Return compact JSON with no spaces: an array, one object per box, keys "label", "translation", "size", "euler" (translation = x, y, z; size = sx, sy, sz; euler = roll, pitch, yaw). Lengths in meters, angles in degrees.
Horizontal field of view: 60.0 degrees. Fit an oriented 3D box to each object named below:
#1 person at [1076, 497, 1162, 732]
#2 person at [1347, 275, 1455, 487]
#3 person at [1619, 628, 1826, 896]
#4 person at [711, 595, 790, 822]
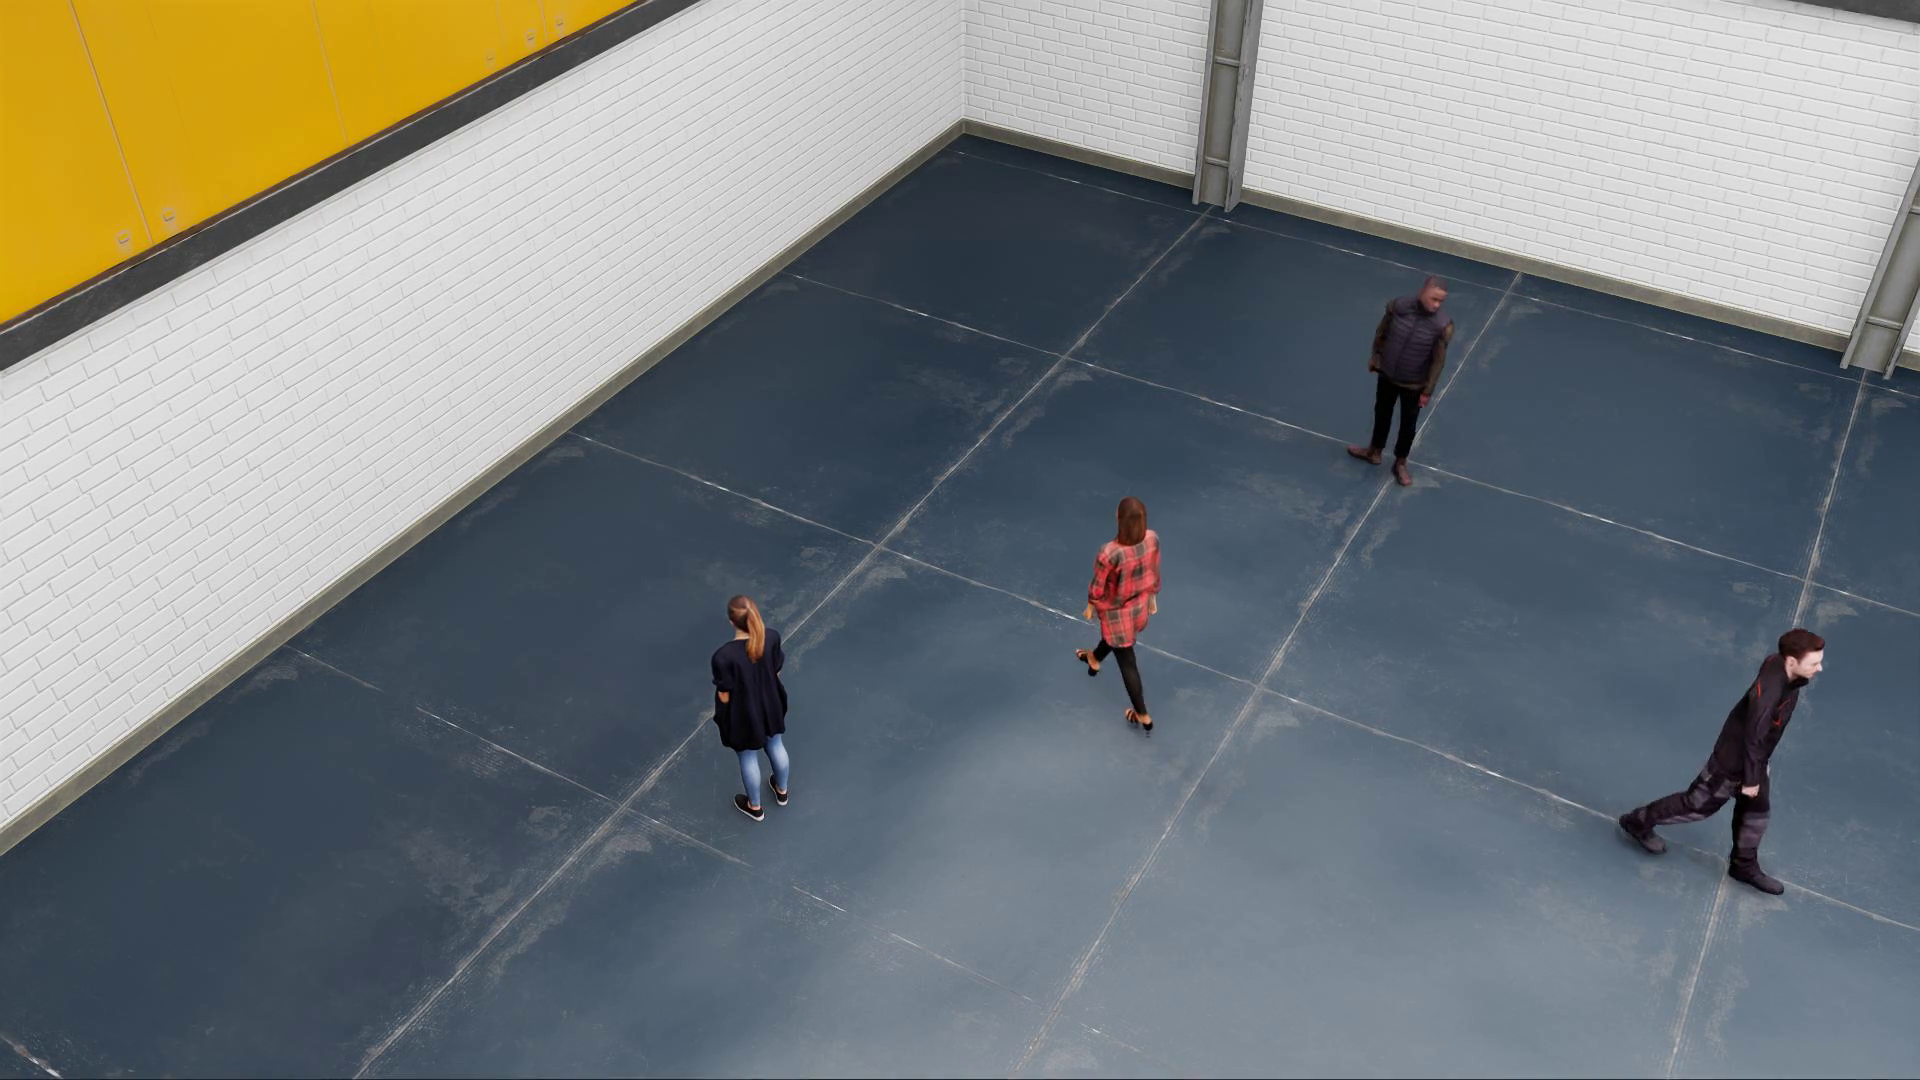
[{"label":"person","translation":[1.063,0.493,10.386],"size":[0.939,1.657,1.164],"euler":[-22,44,-26]},{"label":"person","translation":[3.288,-1.264,12.459],"size":[0.934,1.814,0.618],"euler":[-24,45,-27]},{"label":"person","translation":[4.306,1.188,9.338],"size":[1.229,1.878,0.823],"euler":[28,46,30]},{"label":"person","translation":[-1.209,0.980,9.753],"size":[0.709,1.685,0.701],"euler":[-24,44,-27]}]
